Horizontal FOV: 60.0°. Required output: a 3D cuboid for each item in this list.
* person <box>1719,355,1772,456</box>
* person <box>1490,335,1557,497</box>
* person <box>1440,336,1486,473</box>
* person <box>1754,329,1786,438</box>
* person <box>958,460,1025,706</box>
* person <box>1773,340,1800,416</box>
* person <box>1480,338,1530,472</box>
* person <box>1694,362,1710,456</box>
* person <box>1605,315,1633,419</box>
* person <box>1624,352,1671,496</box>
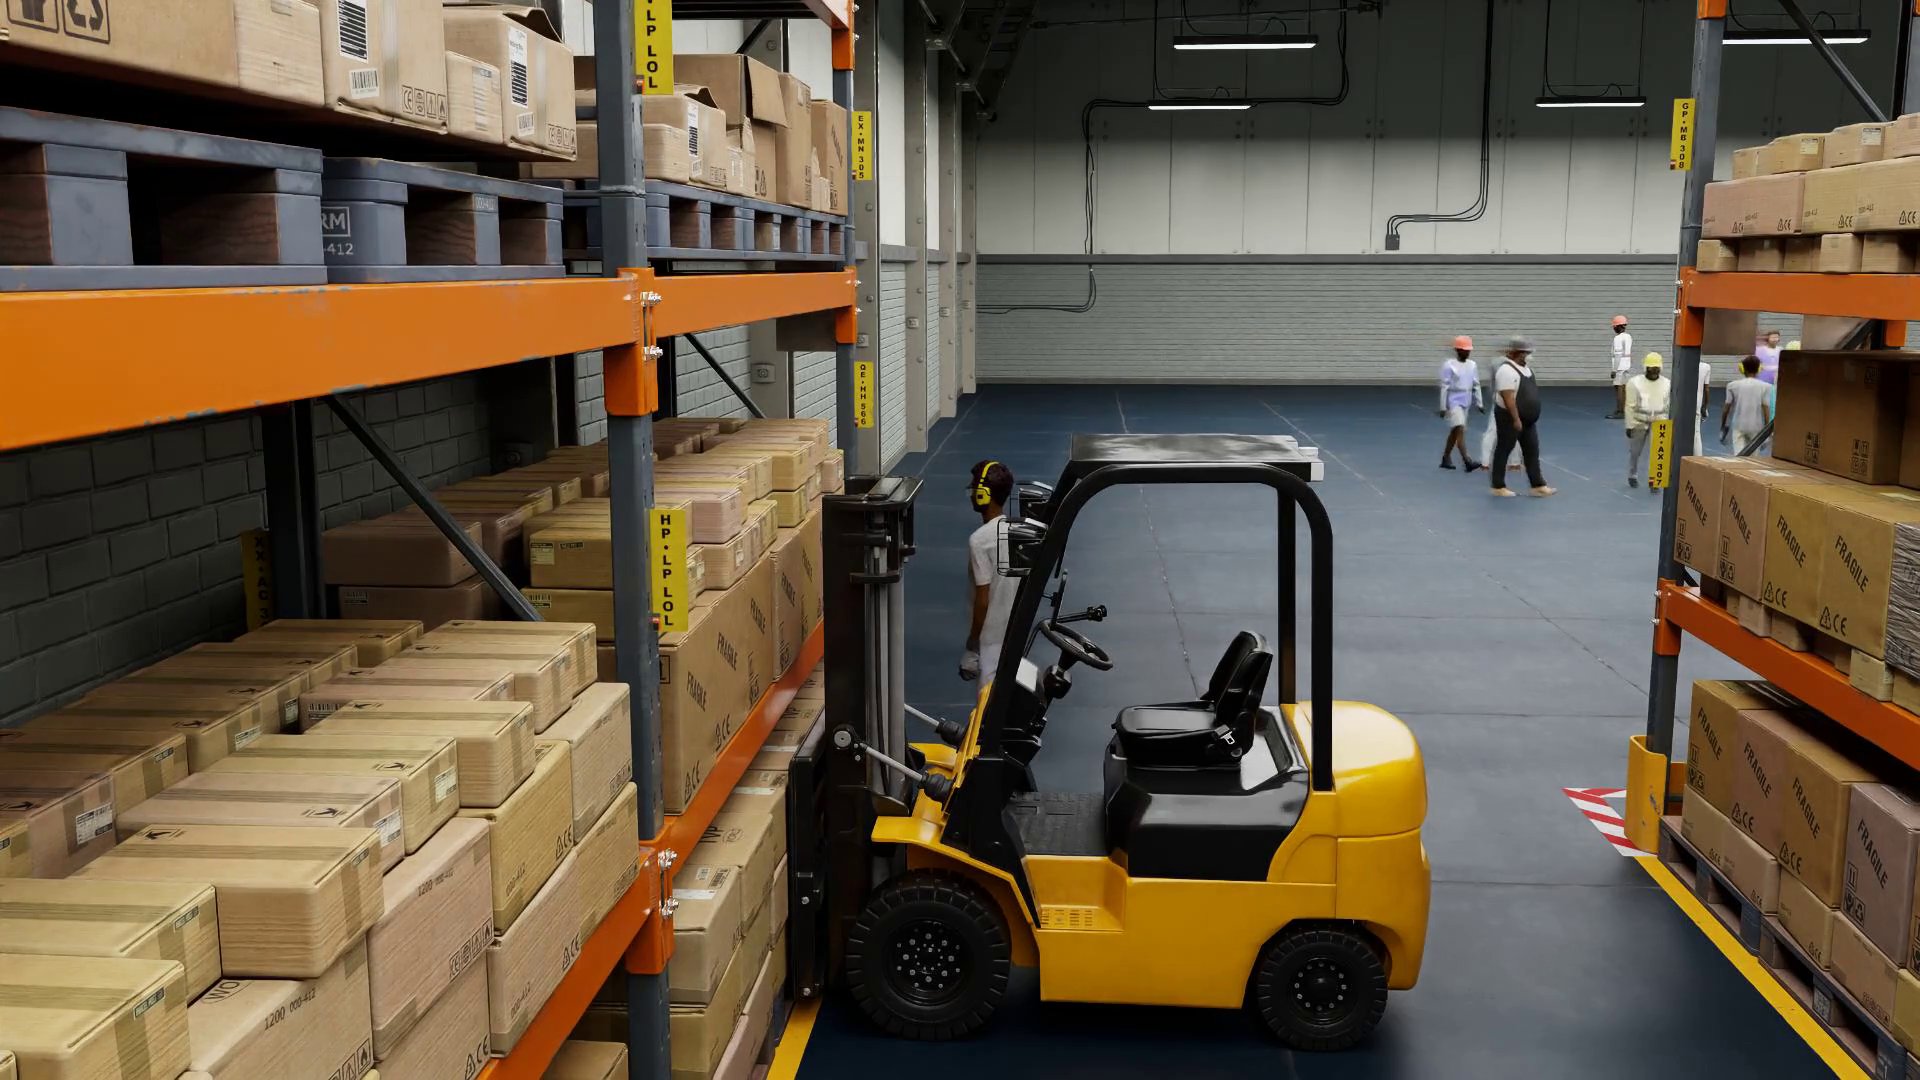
[{"bbox_3d":[9.318,-1.287,19.760,0.529,1.820,1.033,4,10,24],"label":"person"},{"bbox_3d":[6.967,-1.521,20.462,0.695,2.000,0.822,-9,13,-43],"label":"person"},{"bbox_3d":[7.010,-1.883,23.112,0.549,1.887,0.975,-5,10,-26],"label":"person"},{"bbox_3d":[13.546,-2.638,27.919,0.574,1.824,0.774,1,9,7],"label":"person"},{"bbox_3d":[0.159,0.516,8.631,0.328,1.872,0.514,5,11,28],"label":"person"},{"bbox_3d":[10.826,-1.630,21.545,0.593,1.906,0.806,1,9,3],"label":"person"},{"bbox_3d":[7.577,-1.870,23.150,0.746,1.878,0.657,-7,11,-35],"label":"person"},{"bbox_3d":[9.883,-1.778,22.555,0.534,1.863,0.311,0,9,-2],"label":"person"},{"bbox_3d":[12.312,-3.222,31.074,0.377,1.938,0.546,9,13,44],"label":"person"},{"bbox_3d":[8.693,-1.492,21.083,0.595,1.790,0.930,1,9,8],"label":"person"}]
